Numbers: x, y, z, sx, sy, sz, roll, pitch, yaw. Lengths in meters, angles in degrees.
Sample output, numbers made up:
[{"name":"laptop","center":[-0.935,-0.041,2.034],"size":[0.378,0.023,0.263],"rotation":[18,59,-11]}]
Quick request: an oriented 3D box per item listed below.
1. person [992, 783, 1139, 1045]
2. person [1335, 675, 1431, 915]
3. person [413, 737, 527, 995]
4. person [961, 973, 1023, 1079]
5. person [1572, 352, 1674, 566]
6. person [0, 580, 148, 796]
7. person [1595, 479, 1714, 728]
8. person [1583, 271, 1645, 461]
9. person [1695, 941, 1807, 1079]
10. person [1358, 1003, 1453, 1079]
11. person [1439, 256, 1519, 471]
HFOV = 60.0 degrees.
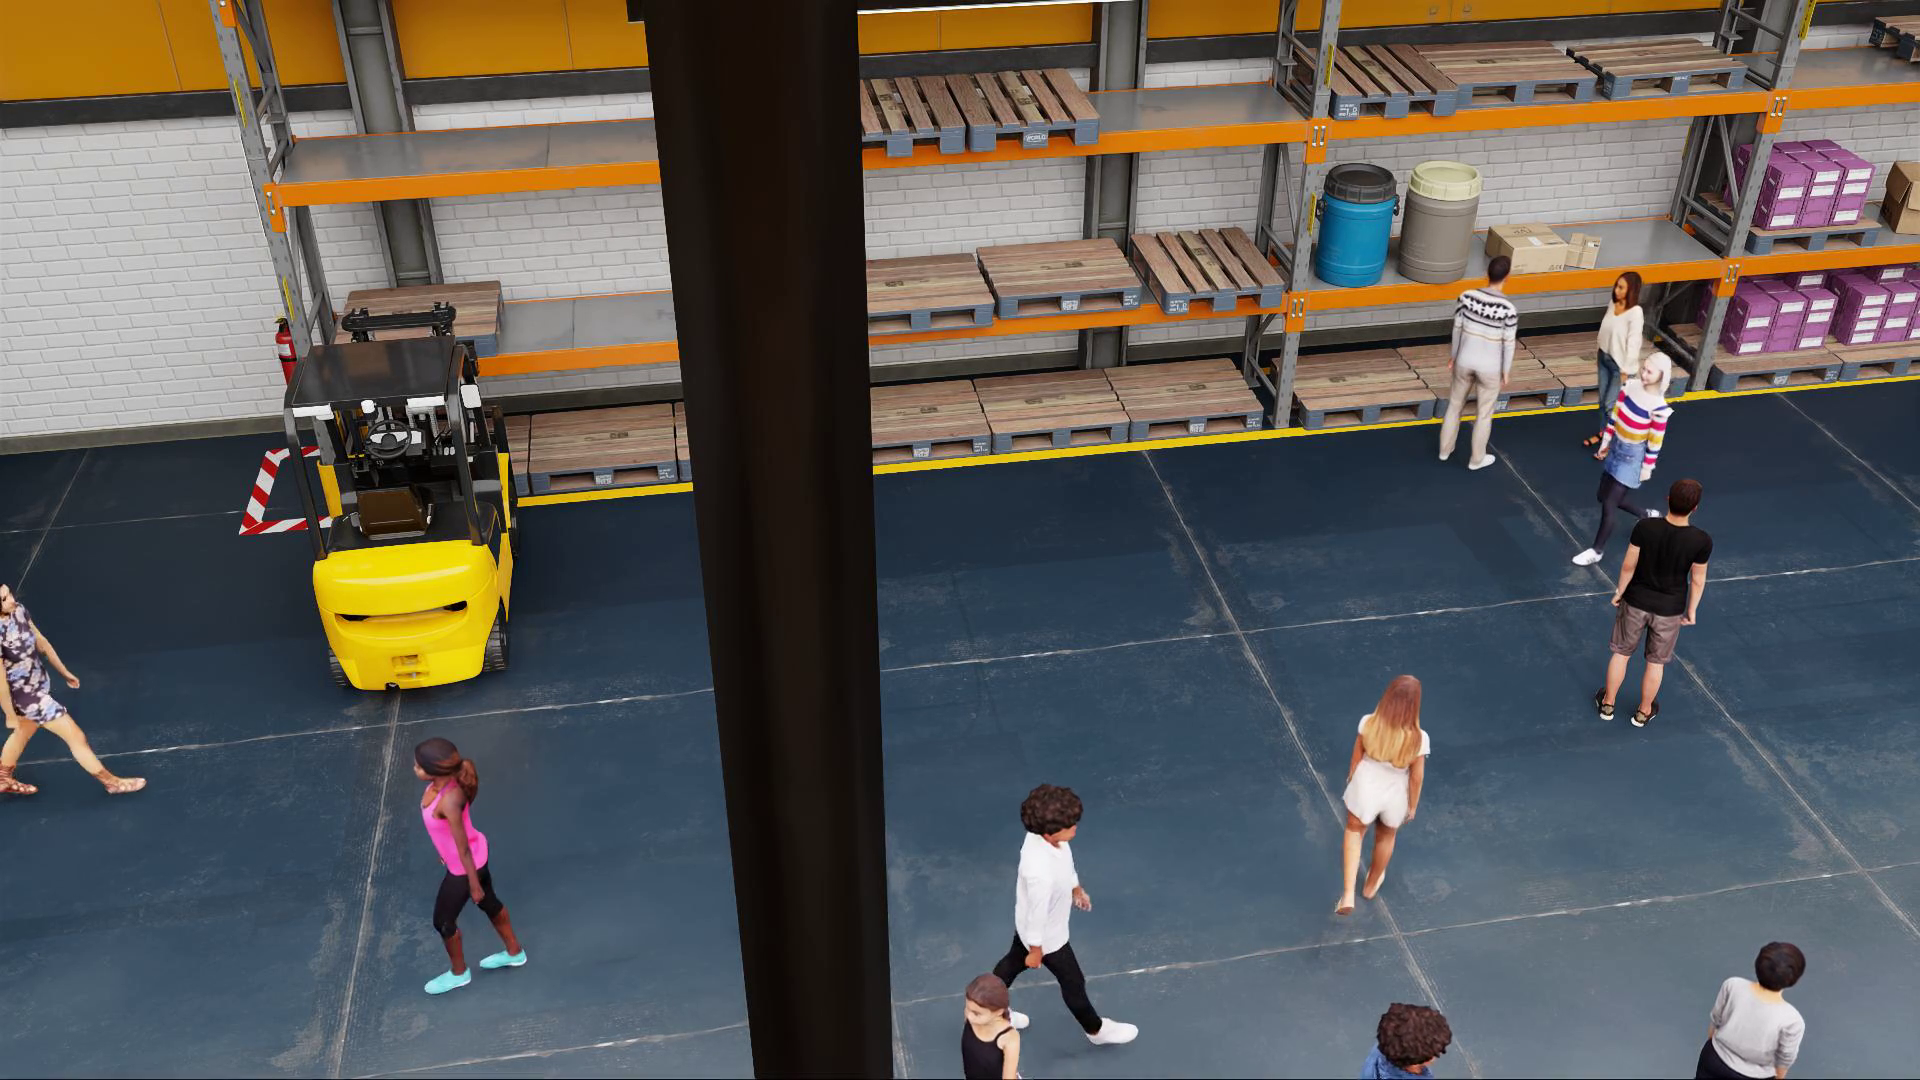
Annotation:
[{"name":"person","center":[0.358,1.971,8.663],"size":[1.169,1.762,0.838],"rotation":[3,34,4]},{"name":"person","center":[2.365,1.496,9.453],"size":[0.916,1.678,0.914],"rotation":[14,36,20]},{"name":"person","center":[-2.601,1.745,9.053],"size":[0.815,1.706,0.652],"rotation":[-10,35,-14]},{"name":"person","center":[0.201,2.591,7.930],"size":[0.844,1.539,0.949],"rotation":[25,41,33]},{"name":"person","center":[5.099,-0.625,12.543],"size":[1.001,1.790,0.712],"rotation":[-10,35,-14]},{"name":"person","center":[-5.819,0.961,10.255],"size":[1.154,1.681,0.586],"rotation":[-5,34,-7]},{"name":"person","center":[4.546,0.410,10.921],"size":[0.723,1.861,0.829],"rotation":[15,36,21]},{"name":"person","center":[5.530,-1.474,13.931],"size":[0.566,1.668,0.625],"rotation":[-8,34,-11]},{"name":"person","center":[3.762,2.522,8.022],"size":[0.634,1.552,0.621],"rotation":[-27,42,-34]},{"name":"person","center":[1.831,2.784,7.438],"size":[1.211,1.764,0.771],"rotation":[-2,34,-3]},{"name":"person","center":[4.287,-1.464,13.741],"size":[0.755,1.860,0.794],"rotation":[24,41,32]}]
